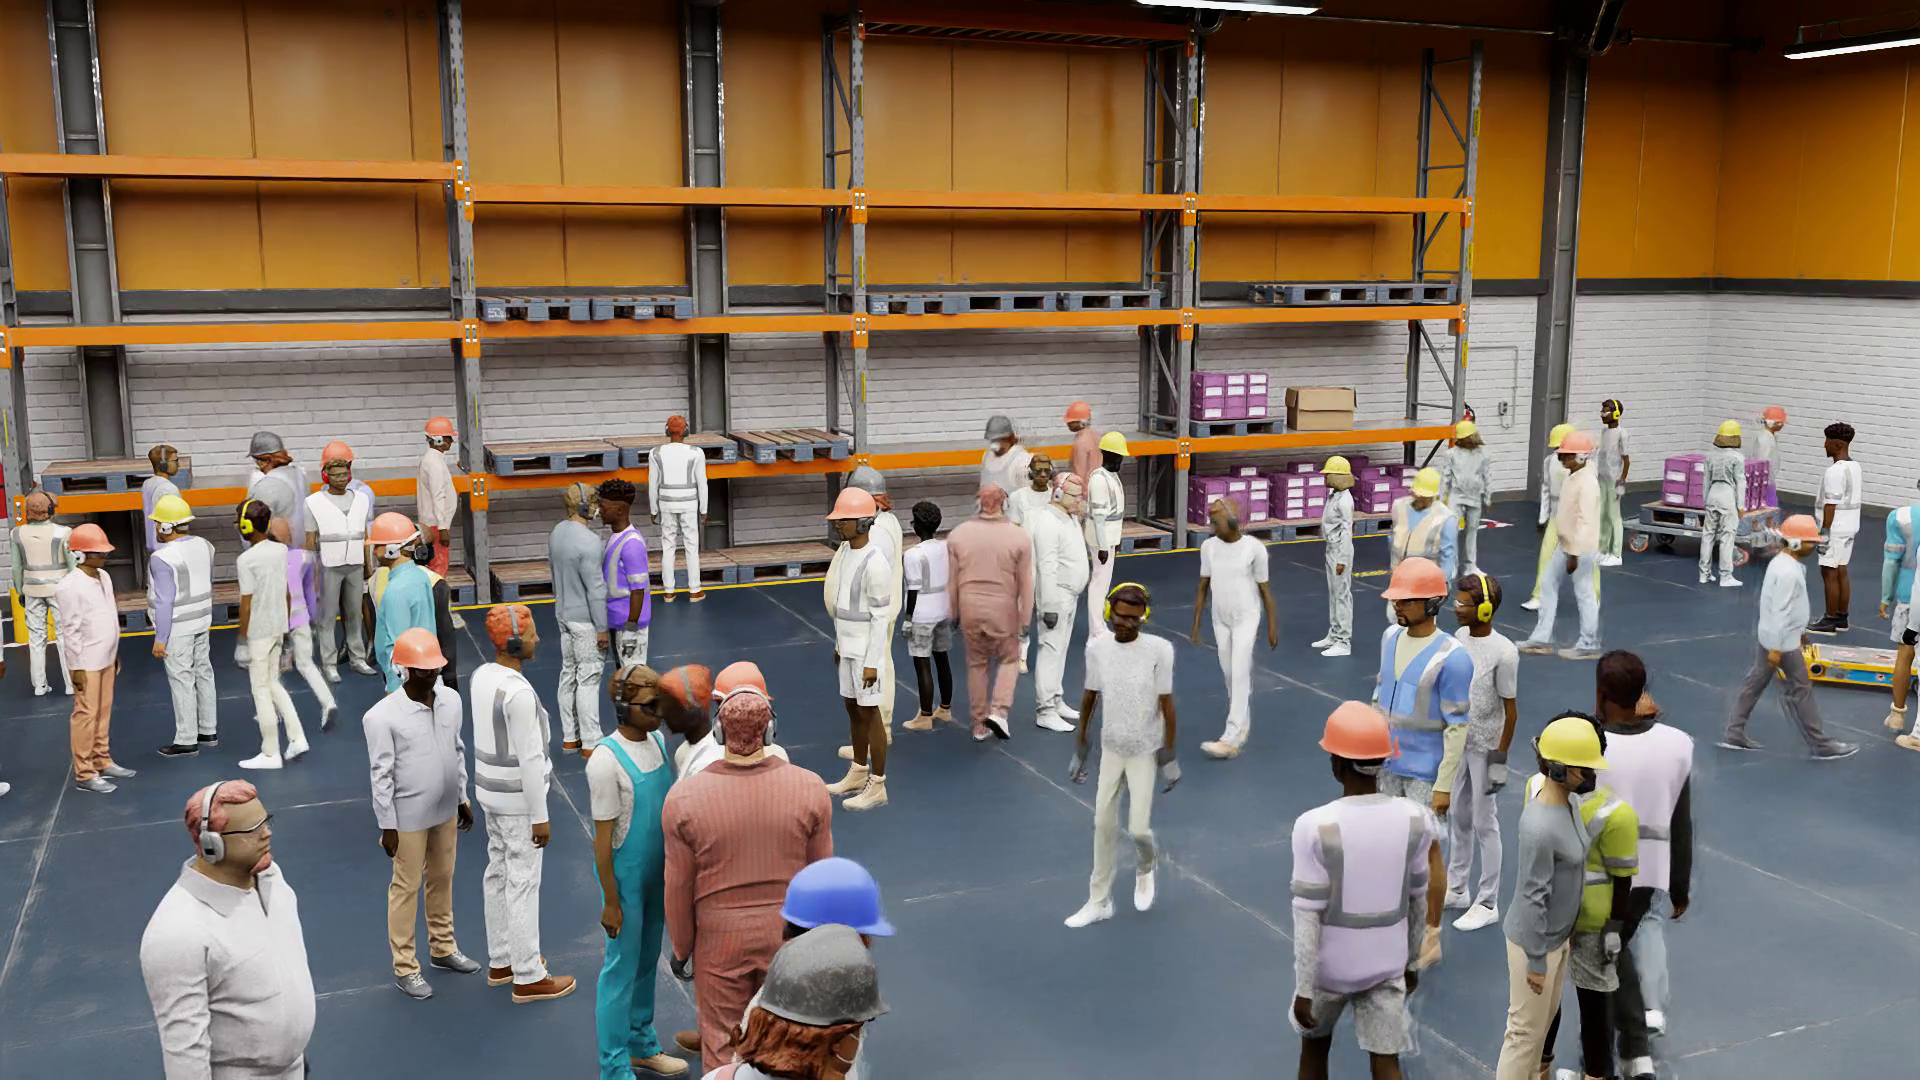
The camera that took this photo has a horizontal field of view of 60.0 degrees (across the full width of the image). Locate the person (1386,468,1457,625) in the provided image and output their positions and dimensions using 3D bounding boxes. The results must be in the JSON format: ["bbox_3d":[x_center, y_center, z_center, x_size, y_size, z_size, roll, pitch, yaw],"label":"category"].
[{"bbox_3d":[3.719,0.283,13.535,0.624,1.782,0.541,9,13,42],"label":"person"}]

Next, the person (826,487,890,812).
[{"bbox_3d":[-0.650,0.681,10.482,0.373,2.044,0.608,-5,11,-26],"label":"person"}]

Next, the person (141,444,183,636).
[{"bbox_3d":[-6.877,0.088,14.471,0.513,1.843,0.336,7,12,35],"label":"person"}]

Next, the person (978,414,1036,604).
[{"bbox_3d":[0.529,-0.266,15.947,0.789,2.000,0.696,-9,13,-42],"label":"person"}]

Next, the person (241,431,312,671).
[{"bbox_3d":[-5.754,0.077,13.968,0.537,2.000,0.680,2,10,9],"label":"person"}]

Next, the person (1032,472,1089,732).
[{"bbox_3d":[0.753,0.442,12.280,0.399,1.899,0.642,3,10,17],"label":"person"}]

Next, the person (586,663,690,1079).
[{"bbox_3d":[-1.338,1.407,6.871,0.326,1.843,0.516,3,10,16],"label":"person"}]

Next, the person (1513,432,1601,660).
[{"bbox_3d":[5.130,0.061,14.249,0.807,1.968,0.646,0,10,1],"label":"person"}]

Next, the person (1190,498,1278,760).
[{"bbox_3d":[1.909,0.605,11.640,0.588,1.789,0.792,8,13,39],"label":"person"}]

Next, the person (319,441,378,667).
[{"bbox_3d":[-5.173,0.127,14.006,0.545,1.928,0.379,5,11,25],"label":"person"}]

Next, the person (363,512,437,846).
[{"bbox_3d":[-3.292,0.820,9.864,0.398,1.987,0.606,-1,10,-5],"label":"person"}]

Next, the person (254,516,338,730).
[{"bbox_3d":[-4.917,0.609,12.170,0.795,1.598,0.536,8,13,39],"label":"person"}]

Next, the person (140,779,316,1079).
[{"bbox_3d":[-2.204,1.669,5.168,0.408,1.911,0.654,1,10,4],"label":"person"}]

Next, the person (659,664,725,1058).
[{"bbox_3d":[-1.027,1.403,6.849,0.387,1.874,0.659,-1,10,-7],"label":"person"}]

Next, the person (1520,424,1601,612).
[{"bbox_3d":[5.866,-0.197,16.109,0.970,1.843,0.599,-8,12,-37],"label":"person"}]

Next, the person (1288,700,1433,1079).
[{"bbox_3d":[1.455,1.526,6.028,0.550,1.902,0.971,-2,10,-11],"label":"person"}]

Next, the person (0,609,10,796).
[{"bbox_3d":[-6.370,0.739,10.509,0.594,1.919,0.388,-4,11,-22],"label":"person"}]

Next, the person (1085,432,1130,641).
[{"bbox_3d":[1.312,-0.006,14.796,0.383,1.920,0.585,3,10,14],"label":"person"}]

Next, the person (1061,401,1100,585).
[{"bbox_3d":[1.287,-0.477,17.379,0.465,1.963,0.660,3,10,18],"label":"person"}]

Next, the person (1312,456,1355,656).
[{"bbox_3d":[3.268,0.136,14.483,0.305,1.745,0.483,0,10,0],"label":"person"}]

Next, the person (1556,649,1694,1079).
[{"bbox_3d":[2.668,1.387,6.814,0.632,1.899,0.465,-3,10,-16],"label":"person"}]

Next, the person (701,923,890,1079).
[{"bbox_3d":[-0.293,1.842,3.803,0.674,2.000,0.535,9,13,42],"label":"person"}]

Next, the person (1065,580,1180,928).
[{"bbox_3d":[0.859,1.100,8.607,0.611,1.852,0.469,7,12,34],"label":"person"}]

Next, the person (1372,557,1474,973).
[{"bbox_3d":[2.201,1.090,8.129,0.372,2.044,0.607,-5,11,-25],"label":"person"}]

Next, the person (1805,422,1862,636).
[{"bbox_3d":[8.033,-0.102,15.259,0.370,1.958,0.598,9,13,42],"label":"person"}]

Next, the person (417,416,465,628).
[{"bbox_3d":[-4.843,-0.161,15.518,0.401,1.986,0.605,-3,10,-19],"label":"person"}]

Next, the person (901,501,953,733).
[{"bbox_3d":[-0.240,0.560,12.176,0.316,1.695,0.541,7,12,36],"label":"person"}]

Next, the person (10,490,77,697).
[{"bbox_3d":[-7.169,0.429,13.094,0.523,1.639,0.306,-1,10,-3],"label":"person"}]

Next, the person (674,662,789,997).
[{"bbox_3d":[-0.947,1.391,7.245,0.561,1.745,0.339,4,11,21],"label":"person"}]

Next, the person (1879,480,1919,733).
[{"bbox_3d":[7.008,0.408,12.052,0.605,2.045,0.377,5,11,28],"label":"person"}]

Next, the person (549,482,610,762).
[{"bbox_3d":[-2.600,0.558,11.490,0.372,1.940,0.629,-8,13,-39],"label":"person"}]

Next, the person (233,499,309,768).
[{"bbox_3d":[-4.701,0.647,11.229,0.423,1.859,0.521,2,10,12],"label":"person"}]

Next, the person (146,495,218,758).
[{"bbox_3d":[-5.427,0.593,11.584,0.403,1.837,0.590,1,10,7],"label":"person"}]

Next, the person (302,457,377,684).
[{"bbox_3d":[-5.081,0.233,13.641,0.389,1.843,0.566,8,13,38],"label":"person"}]

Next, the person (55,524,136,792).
[{"bbox_3d":[-5.643,0.757,10.880,0.341,1.750,0.566,0,10,-3],"label":"person"}]

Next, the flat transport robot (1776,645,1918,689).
[{"bbox_3d":[7.434,1.041,13.512,1.431,0.197,0.652,4,11,24],"label":"flat transport robot"}]

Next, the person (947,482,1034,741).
[{"bbox_3d":[0.218,0.524,11.868,0.647,1.880,0.450,3,10,16],"label":"person"}]

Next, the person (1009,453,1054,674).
[{"bbox_3d":[0.654,0.196,13.849,0.508,1.847,0.345,-2,10,-11],"label":"person"}]

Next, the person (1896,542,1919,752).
[{"bbox_3d":[6.899,0.579,11.649,0.621,1.845,0.429,-2,10,-11],"label":"person"}]

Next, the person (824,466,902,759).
[{"bbox_3d":[-0.678,0.493,11.572,0.538,2.000,0.683,2,10,11],"label":"person"}]

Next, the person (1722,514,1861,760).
[{"bbox_3d":[5.779,0.667,11.508,0.878,1.703,0.581,4,11,20],"label":"person"}]

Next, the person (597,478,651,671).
[{"bbox_3d":[-2.321,0.545,11.487,0.367,1.966,0.604,-4,11,-22],"label":"person"}]

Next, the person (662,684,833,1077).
[{"bbox_3d":[-0.791,1.480,6.275,0.642,1.909,0.409,-2,10,-14],"label":"person"}]

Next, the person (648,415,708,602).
[{"bbox_3d":[-2.812,-0.311,16.651,0.584,1.883,0.339,0,10,0],"label":"person"}]

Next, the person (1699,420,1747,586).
[{"bbox_3d":[8.043,-0.388,17.506,0.294,1.744,0.487,-5,11,-29],"label":"person"}]

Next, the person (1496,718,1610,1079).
[{"bbox_3d":[2.276,1.532,6.399,0.340,1.760,0.525,6,12,31],"label":"person"}]

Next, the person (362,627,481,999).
[{"bbox_3d":[-2.541,1.272,7.909,0.327,1.752,0.563,5,11,27],"label":"person"}]

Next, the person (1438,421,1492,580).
[{"bbox_3d":[5.410,-0.423,17.786,0.589,1.705,0.519,1,10,5],"label":"person"}]

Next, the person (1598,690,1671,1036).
[{"bbox_3d":[3.043,1.413,7.577,0.520,1.592,0.822,1,10,4],"label":"person"}]

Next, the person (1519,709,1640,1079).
[{"bbox_3d":[2.456,1.509,6.709,0.318,1.695,0.539,-6,11,-30],"label":"person"}]

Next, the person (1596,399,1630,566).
[{"bbox_3d":[7.274,-0.644,18.616,0.319,1.870,0.521,-2,10,-9],"label":"person"}]

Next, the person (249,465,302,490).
[{"bbox_3d":[-6.163,-0.022,15.047,0.360,1.869,0.618,5,11,27],"label":"person"}]

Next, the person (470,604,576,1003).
[{"bbox_3d":[-2.081,1.226,7.812,0.353,1.880,0.577,-8,13,-38],"label":"person"}]

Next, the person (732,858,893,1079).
[{"bbox_3d":[-0.390,1.789,4.433,0.491,1.920,0.676,1,10,6],"label":"person"}]

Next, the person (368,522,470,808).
[{"bbox_3d":[-3.364,0.802,10.366,0.630,1.842,0.429,5,11,29],"label":"person"}]

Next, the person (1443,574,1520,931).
[{"bbox_3d":[2.661,1.089,8.641,0.329,1.868,0.518,-3,10,-19],"label":"person"}]
